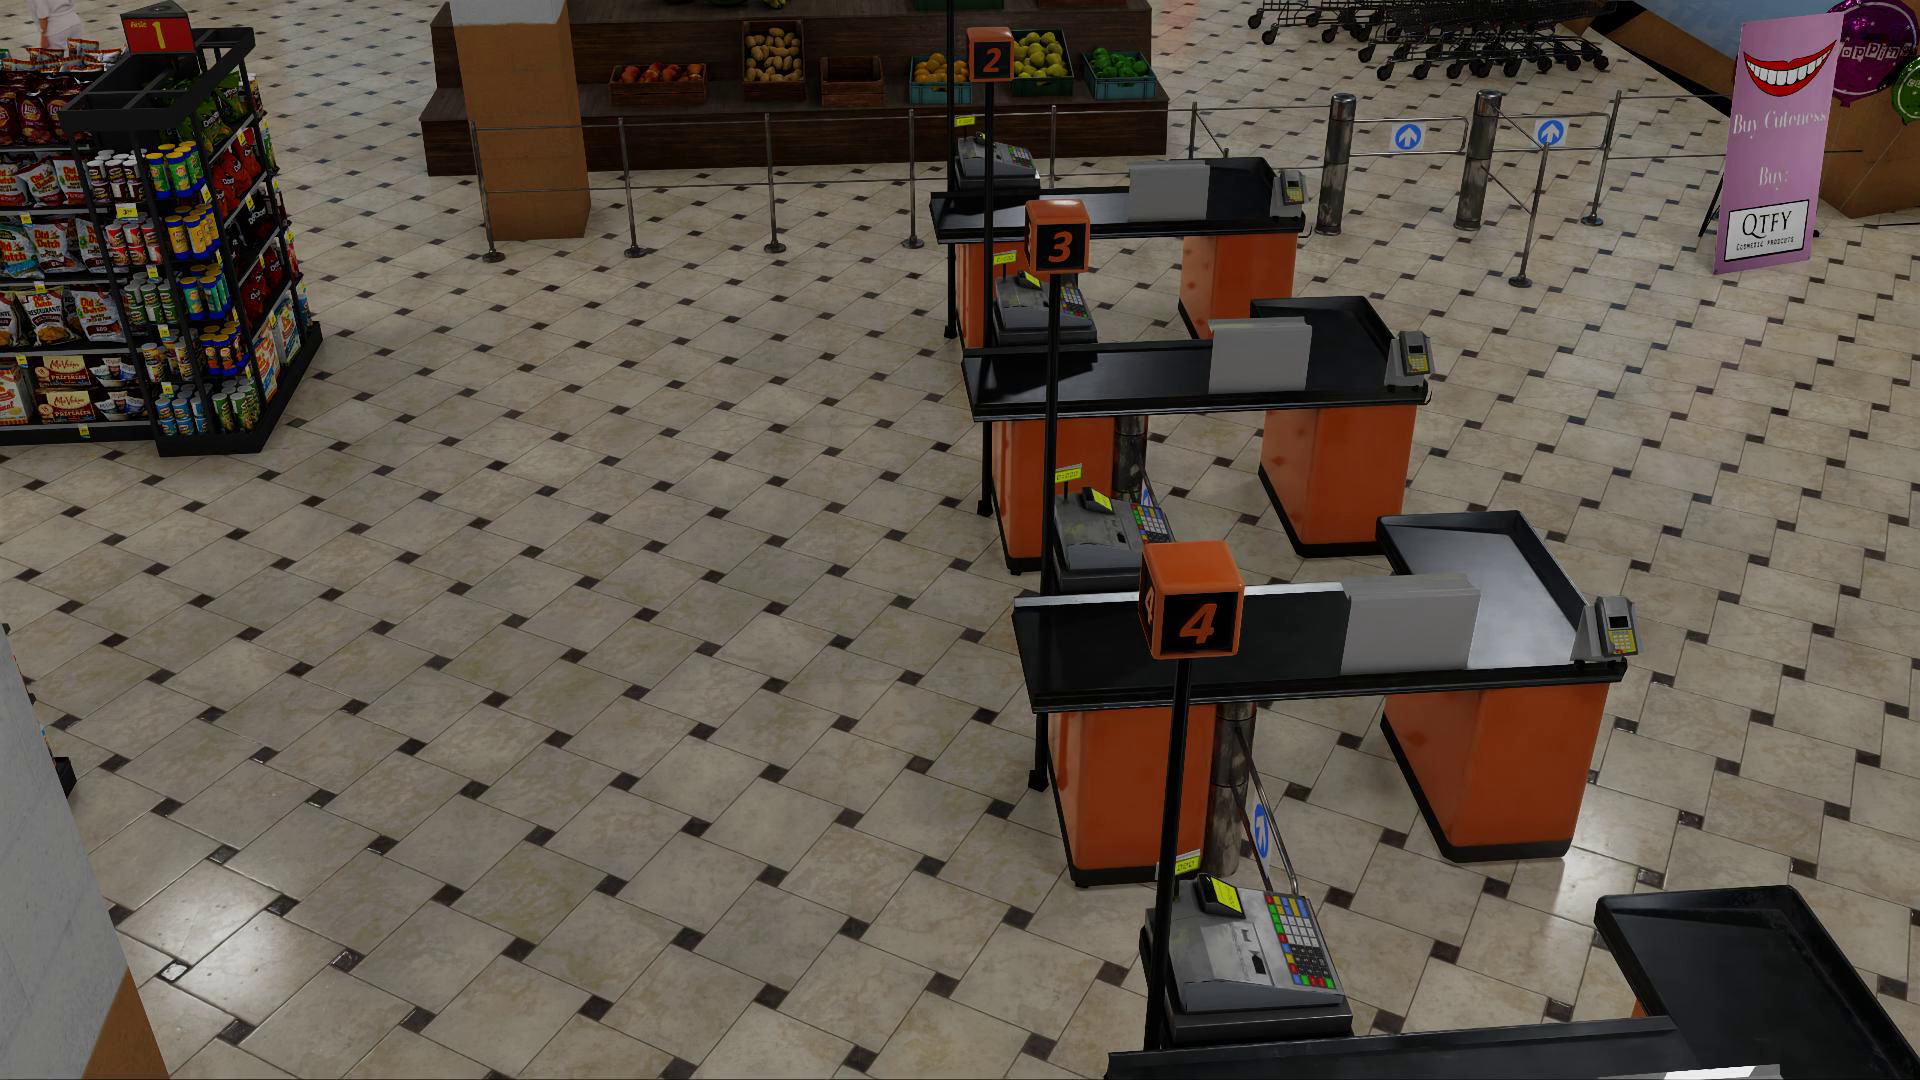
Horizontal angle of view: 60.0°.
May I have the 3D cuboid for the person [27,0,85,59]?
[{"bbox_3d":[-7.586,-4.332,14.024,0.616,1.689,0.649,5,32,8],"label":"person"}]
